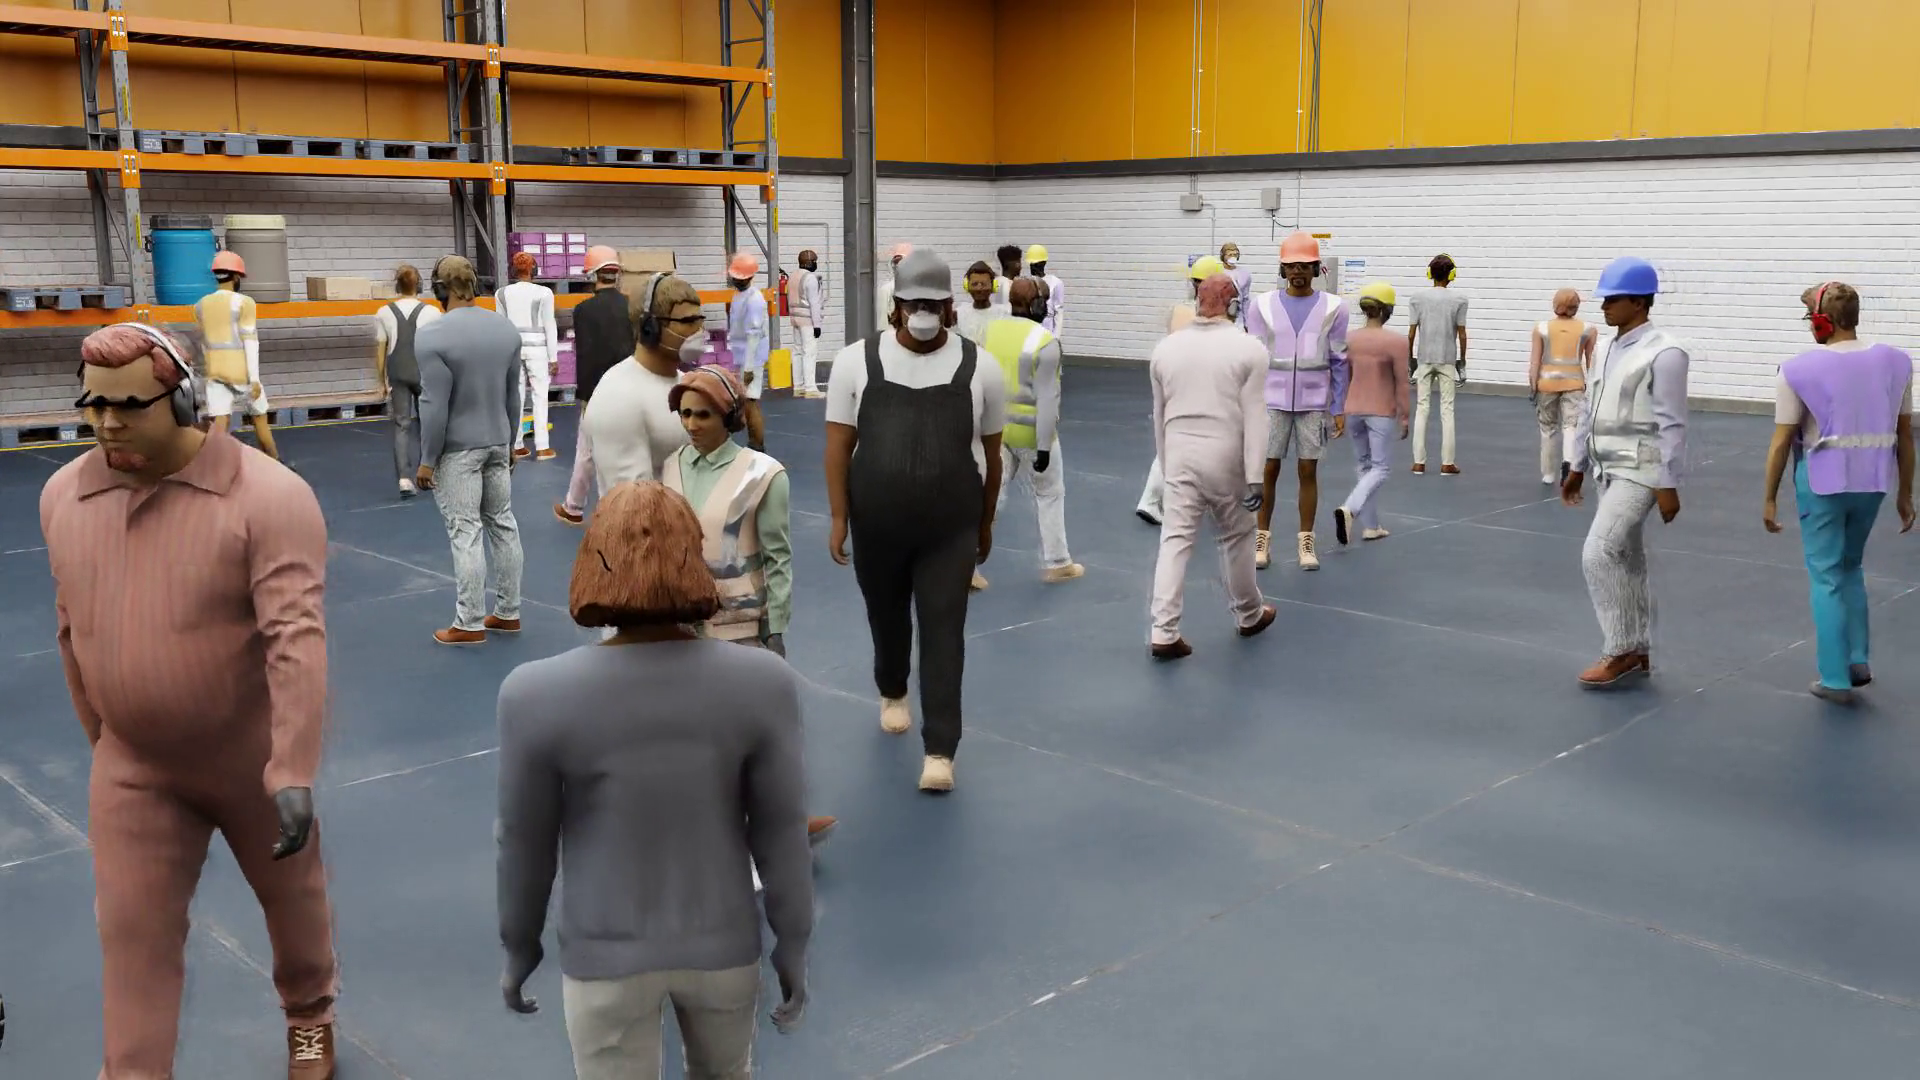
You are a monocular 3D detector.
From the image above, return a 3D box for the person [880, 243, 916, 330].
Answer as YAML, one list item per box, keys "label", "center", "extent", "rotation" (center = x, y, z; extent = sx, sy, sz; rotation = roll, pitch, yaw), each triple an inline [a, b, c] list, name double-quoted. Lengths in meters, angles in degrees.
- label: "person"
  center: [-0.422, -1.643, 14.750]
  extent: [0.918, 1.938, 0.634]
  rotation: [-8, 13, -38]

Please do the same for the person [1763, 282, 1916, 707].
- label: "person"
  center: [3.789, -0.195, 7.198]
  extent: [0.607, 1.818, 0.492]
  rotation: [0, 10, 0]

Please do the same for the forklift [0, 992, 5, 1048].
- label: "forklift"
  center: [-3.245, 0.323, 3.363]
  extent: [2.313, 2.155, 1.214]
  rotation: [2, 11, 13]

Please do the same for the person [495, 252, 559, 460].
- label: "person"
  center: [-3.917, -1.663, 15.077]
  extent: [0.574, 1.876, 0.340]
  rotation: [2, 11, 13]

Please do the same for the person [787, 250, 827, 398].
- label: "person"
  center: [-1.903, -2.690, 20.759]
  extent: [0.429, 1.841, 0.634]
  rotation: [-7, 12, -33]

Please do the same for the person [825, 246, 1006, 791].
- label: "person"
  center: [-0.168, -0.156, 6.396]
  extent: [0.681, 2.000, 1.048]
  rotation: [0, 10, 3]

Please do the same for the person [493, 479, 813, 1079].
- label: "person"
  center: [-0.510, 0.711, 2.812]
  extent: [0.511, 1.617, 0.402]
  rotation: [-4, 11, -18]

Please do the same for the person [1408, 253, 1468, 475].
- label: "person"
  center: [4.032, -1.481, 14.086]
  extent: [0.514, 1.872, 0.332]
  rotation: [5, 11, 25]

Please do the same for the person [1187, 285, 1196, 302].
- label: "person"
  center: [3.378, -2.984, 22.931]
  extent: [0.501, 1.631, 0.286]
  rotation: [4, 11, 21]

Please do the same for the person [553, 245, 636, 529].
- label: "person"
  center: [-2.416, -1.003, 11.259]
  extent: [0.607, 1.939, 1.014]
  rotation: [-10, 14, -43]

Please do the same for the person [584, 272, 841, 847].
- label: "person"
  center: [-0.825, 0.130, 5.223]
  extent: [0.854, 1.906, 0.643]
  rotation: [4, 11, 20]

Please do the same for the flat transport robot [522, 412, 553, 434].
- label: "flat transport robot"
  center: [-4.645, -1.124, 16.498]
  extent: [0.652, 0.197, 1.431]
  rotation: [2, 11, 10]

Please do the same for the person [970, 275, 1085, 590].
- label: "person"
  center: [0.314, -0.610, 9.518]
  extent: [0.621, 1.805, 0.928]
  rotation: [10, 15, 44]

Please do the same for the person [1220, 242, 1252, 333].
- label: "person"
  center: [3.200, -2.593, 19.959]
  extent: [0.633, 1.938, 0.356]
  rotation: [-3, 11, -18]

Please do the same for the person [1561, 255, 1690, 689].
- label: "person"
  center: [2.934, -0.294, 7.451]
  extent: [0.587, 1.927, 0.607]
  rotation: [-1, 10, -3]

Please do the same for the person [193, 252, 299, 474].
- label: "person"
  center: [-5.671, -1.312, 13.122]
  extent: [0.565, 1.882, 0.978]
  rotation: [2, 11, 12]

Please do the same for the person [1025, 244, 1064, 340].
- label: "person"
  center: [0.833, -2.219, 17.959]
  extent: [0.587, 1.926, 0.368]
  rotation: [6, 12, 31]

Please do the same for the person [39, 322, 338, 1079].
- label: "person"
  center: [-1.645, 0.459, 3.583]
  extent: [0.662, 1.841, 1.014]
  rotation: [0, 10, 2]

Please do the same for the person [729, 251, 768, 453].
- label: "person"
  center: [-1.881, -1.565, 14.518]
  extent: [0.349, 1.897, 0.737]
  rotation: [-4, 11, -22]

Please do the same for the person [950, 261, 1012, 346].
- label: "person"
  center: [0.169, -0.998, 11.539]
  extent: [0.530, 1.832, 0.879]
  rotation: [1, 10, 4]

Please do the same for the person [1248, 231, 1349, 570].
- label: "person"
  center: [2.022, -0.828, 10.049]
  extent: [0.605, 2.045, 0.387]
  rotation: [2, 11, 11]

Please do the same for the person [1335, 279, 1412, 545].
- label: "person"
  center: [2.654, -0.822, 10.828]
  extent: [0.535, 1.741, 0.725]
  rotation: [10, 15, 44]

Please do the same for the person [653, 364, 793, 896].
- label: "person"
  center: [-0.755, 0.279, 5.119]
  extent: [0.513, 1.640, 0.309]
  rotation: [3, 11, 18]

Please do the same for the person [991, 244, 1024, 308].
- label: "person"
  center: [0.410, -1.998, 16.728]
  extent: [0.879, 1.943, 0.610]
  rotation: [-1, 10, -7]

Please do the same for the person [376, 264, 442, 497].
- label: "person"
  center: [-4.302, -1.247, 13.025]
  extent: [0.529, 1.807, 0.944]
  rotation: [-2, 11, -8]

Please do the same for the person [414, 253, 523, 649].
- label: "person"
  center: [-2.416, -0.431, 8.191]
  extent: [0.371, 1.933, 0.627]
  rotation: [6, 12, 30]

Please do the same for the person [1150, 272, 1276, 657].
- label: "person"
  center: [1.229, -0.369, 8.111]
  extent: [0.655, 1.843, 1.036]
  rotation: [7, 12, 33]

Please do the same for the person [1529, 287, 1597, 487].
- label: "person"
  center: [4.812, -1.205, 13.283]
  extent: [0.522, 1.616, 0.690]
  rotation: [3, 11, 16]

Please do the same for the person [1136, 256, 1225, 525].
- label: "person"
  center: [1.620, -1.034, 11.625]
  extent: [0.961, 1.889, 0.601]
  rotation: [-8, 13, -38]
